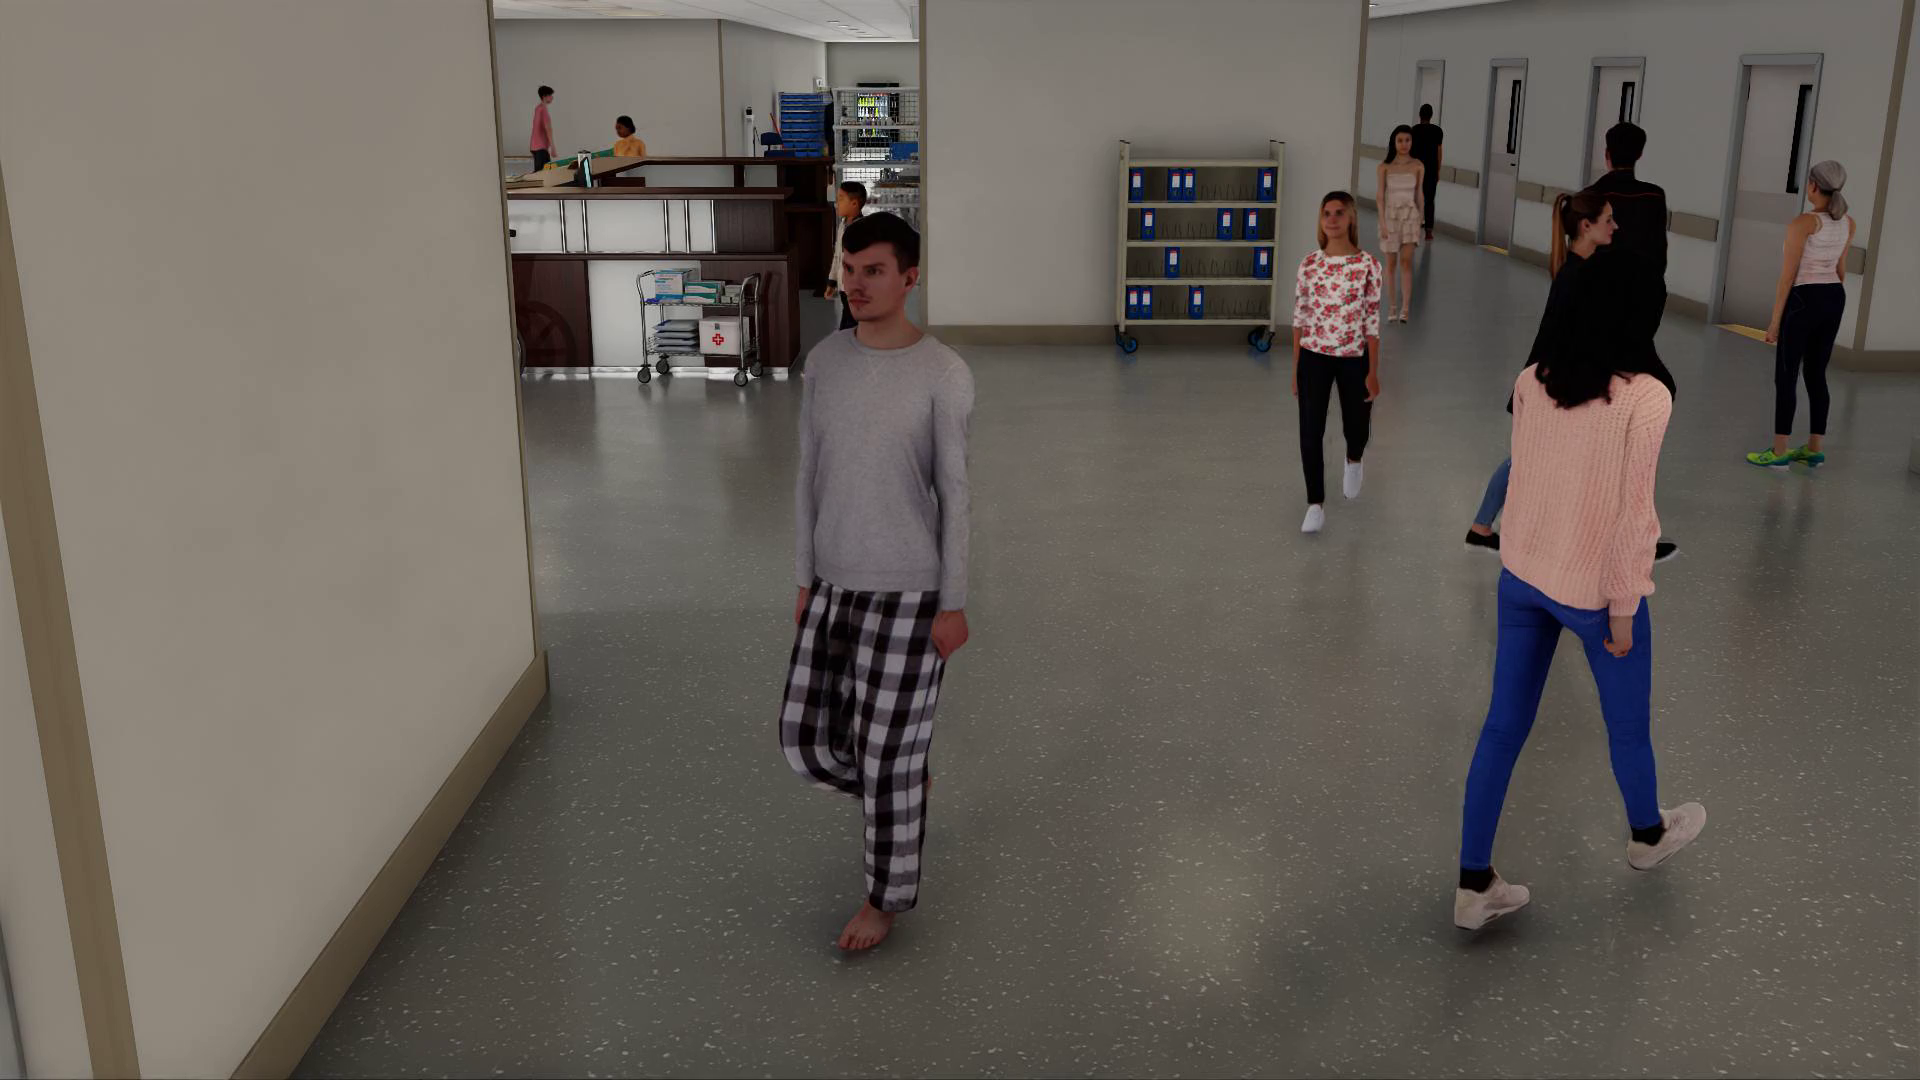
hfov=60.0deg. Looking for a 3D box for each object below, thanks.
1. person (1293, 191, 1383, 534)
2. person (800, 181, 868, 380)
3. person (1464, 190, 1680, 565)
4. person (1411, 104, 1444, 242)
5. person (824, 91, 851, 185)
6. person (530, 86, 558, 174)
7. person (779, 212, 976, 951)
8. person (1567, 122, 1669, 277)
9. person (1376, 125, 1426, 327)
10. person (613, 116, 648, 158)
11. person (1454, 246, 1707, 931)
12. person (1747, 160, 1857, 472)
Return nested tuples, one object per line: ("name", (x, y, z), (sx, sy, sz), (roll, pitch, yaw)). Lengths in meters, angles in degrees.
("person", (1.829, -0.854, 8.026), (0.950, 1.611, 0.843), (6, 17, 19))
("person", (-0.636, -1.705, 11.390), (1.007, 1.423, 0.818), (-6, 17, -21))
("person", (2.564, -0.657, 7.287), (1.178, 1.633, 0.814), (4, 16, 15))
("person", (6.083, -4.831, 21.861), (0.575, 1.758, 0.734), (3, 16, 12))
("person", (-2.370, -7.677, 31.778), (0.684, 1.856, 0.762), (3, 16, 10))
("person", (-6.793, -6.257, 26.617), (0.896, 1.923, 0.800), (-10, 19, -32))
("person", (-0.170, 0.096, 4.238), (0.856, 1.837, 0.881), (8, 18, 26))
("person", (3.307, -1.147, 8.488), (0.531, 1.924, 0.753), (-1, 16, -2))
("person", (3.775, -2.689, 14.379), (0.996, 1.695, 0.748), (2, 16, 7))
("person", (-3.961, -4.308, 20.253), (0.906, 1.625, 0.830), (6, 17, 19))
("person", (1.461, 0.175, 4.171), (1.213, 1.723, 1.032), (-9, 18, -30))
("person", (4.735, -1.241, 9.238), (0.585, 1.698, 0.732), (-6, 17, -20))
